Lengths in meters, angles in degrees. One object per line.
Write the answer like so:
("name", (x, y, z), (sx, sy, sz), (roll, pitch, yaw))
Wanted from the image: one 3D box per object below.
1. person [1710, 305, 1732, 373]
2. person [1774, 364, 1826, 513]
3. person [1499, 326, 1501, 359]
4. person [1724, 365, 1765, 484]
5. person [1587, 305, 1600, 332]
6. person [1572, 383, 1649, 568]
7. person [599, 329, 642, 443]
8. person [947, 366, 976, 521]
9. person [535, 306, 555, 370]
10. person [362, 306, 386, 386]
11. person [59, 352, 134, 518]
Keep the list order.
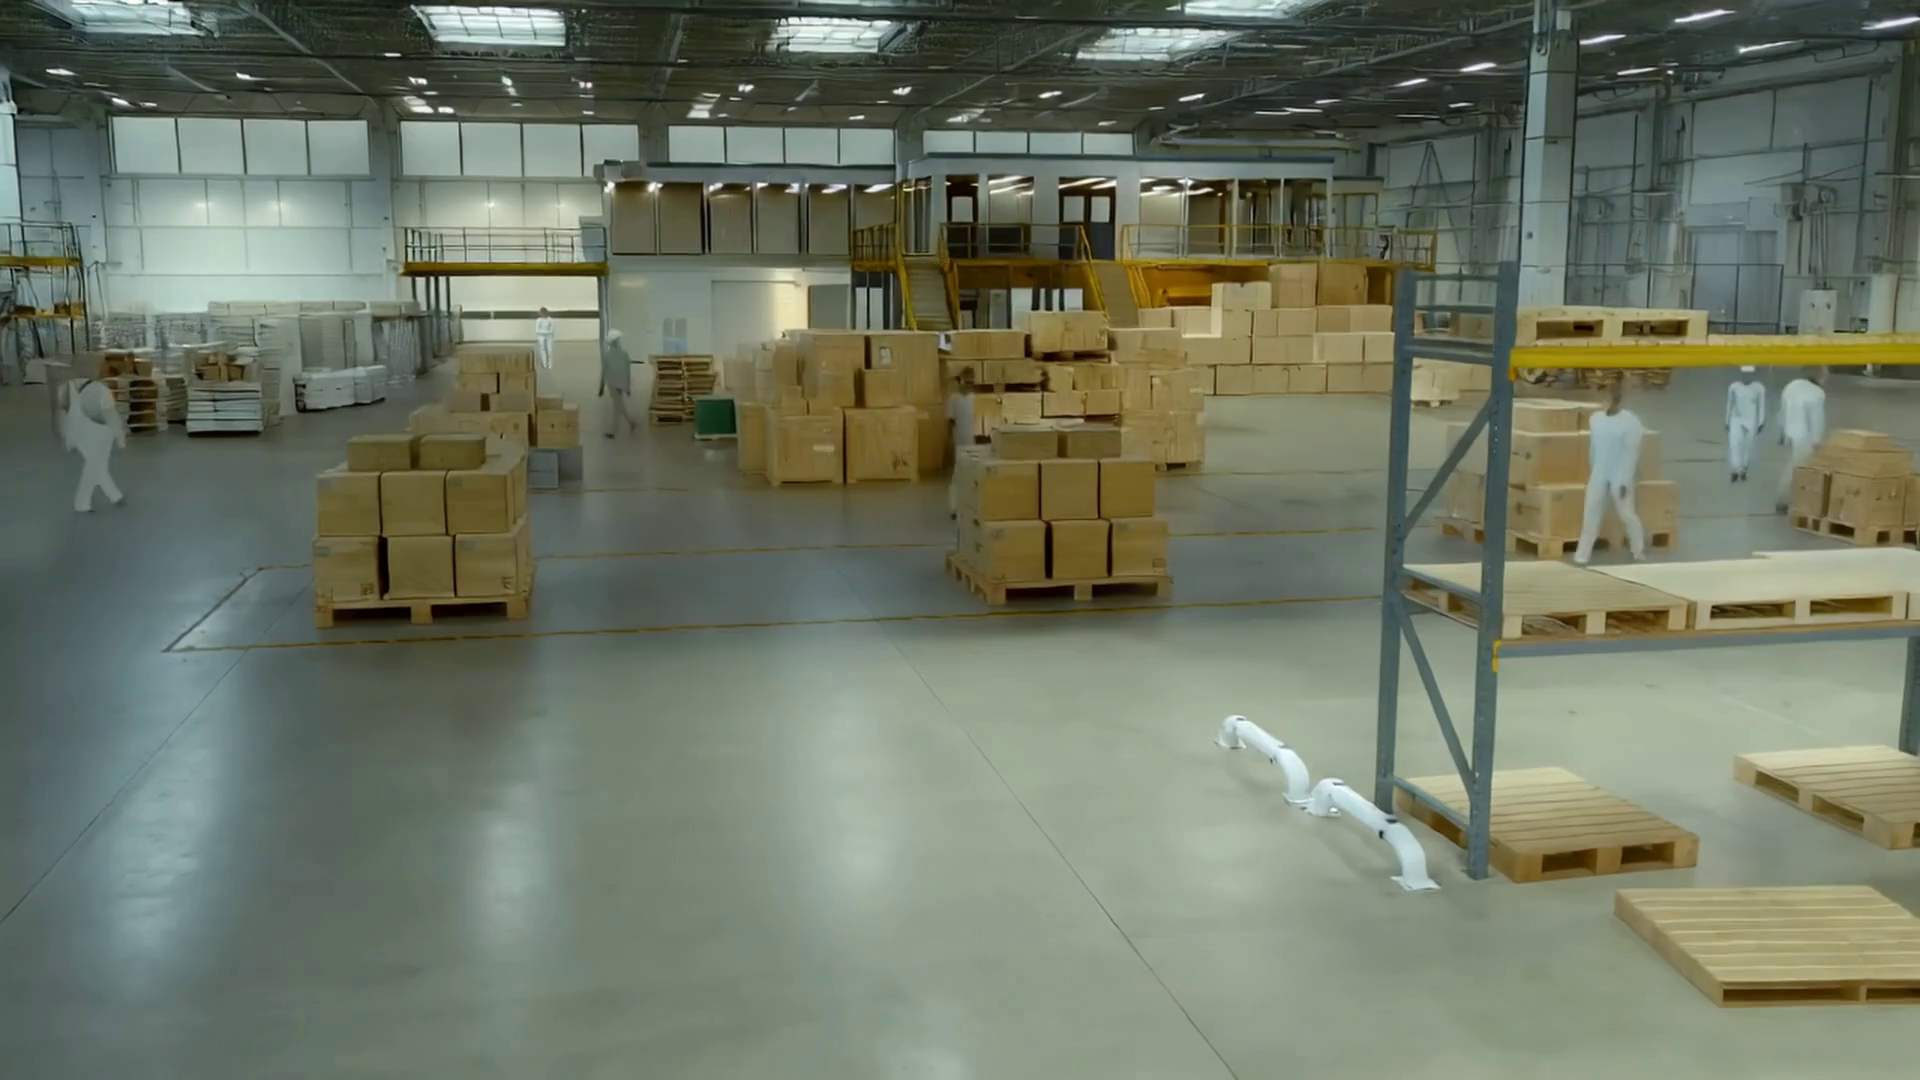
("person", (21.586, -5.699, 47.197), (0.601, 1.948, 0.386), (8, 12, 40))
("person", (10.360, -1.253, 20.258), (0.794, 1.893, 0.675), (-1, 9, -9))
("person", (17.498, -6.612, 53.154), (0.631, 1.823, 0.694), (6, 11, 33))
("person", (10.909, -1.624, 23.137), (0.503, 1.691, 0.928), (4, 10, 23))
("person", (18.048, -5.686, 47.145), (0.543, 1.939, 0.360), (1, 9, 5))
("person", (6.433, -0.603, 16.347), (1.013, 1.892, 0.633), (-6, 11, -30))
("person", (-5.848, -2.651, 28.598), (0.922, 1.963, 0.615), (4, 10, 24))
("person", (0.076, -1.118, 19.547), (0.551, 1.851, 0.569), (8, 12, 42))
("person", (-12.153, -5.908, 48.674), (0.585, 1.879, 0.344), (0, 9, 2))
("person", (-14.781, -4.890, 42.004), (0.605, 2.034, 0.397), (5, 10, 26))
("person", (-10.490, -1.322, 20.236), (0.692, 2.000, 1.056), (4, 10, 22))
